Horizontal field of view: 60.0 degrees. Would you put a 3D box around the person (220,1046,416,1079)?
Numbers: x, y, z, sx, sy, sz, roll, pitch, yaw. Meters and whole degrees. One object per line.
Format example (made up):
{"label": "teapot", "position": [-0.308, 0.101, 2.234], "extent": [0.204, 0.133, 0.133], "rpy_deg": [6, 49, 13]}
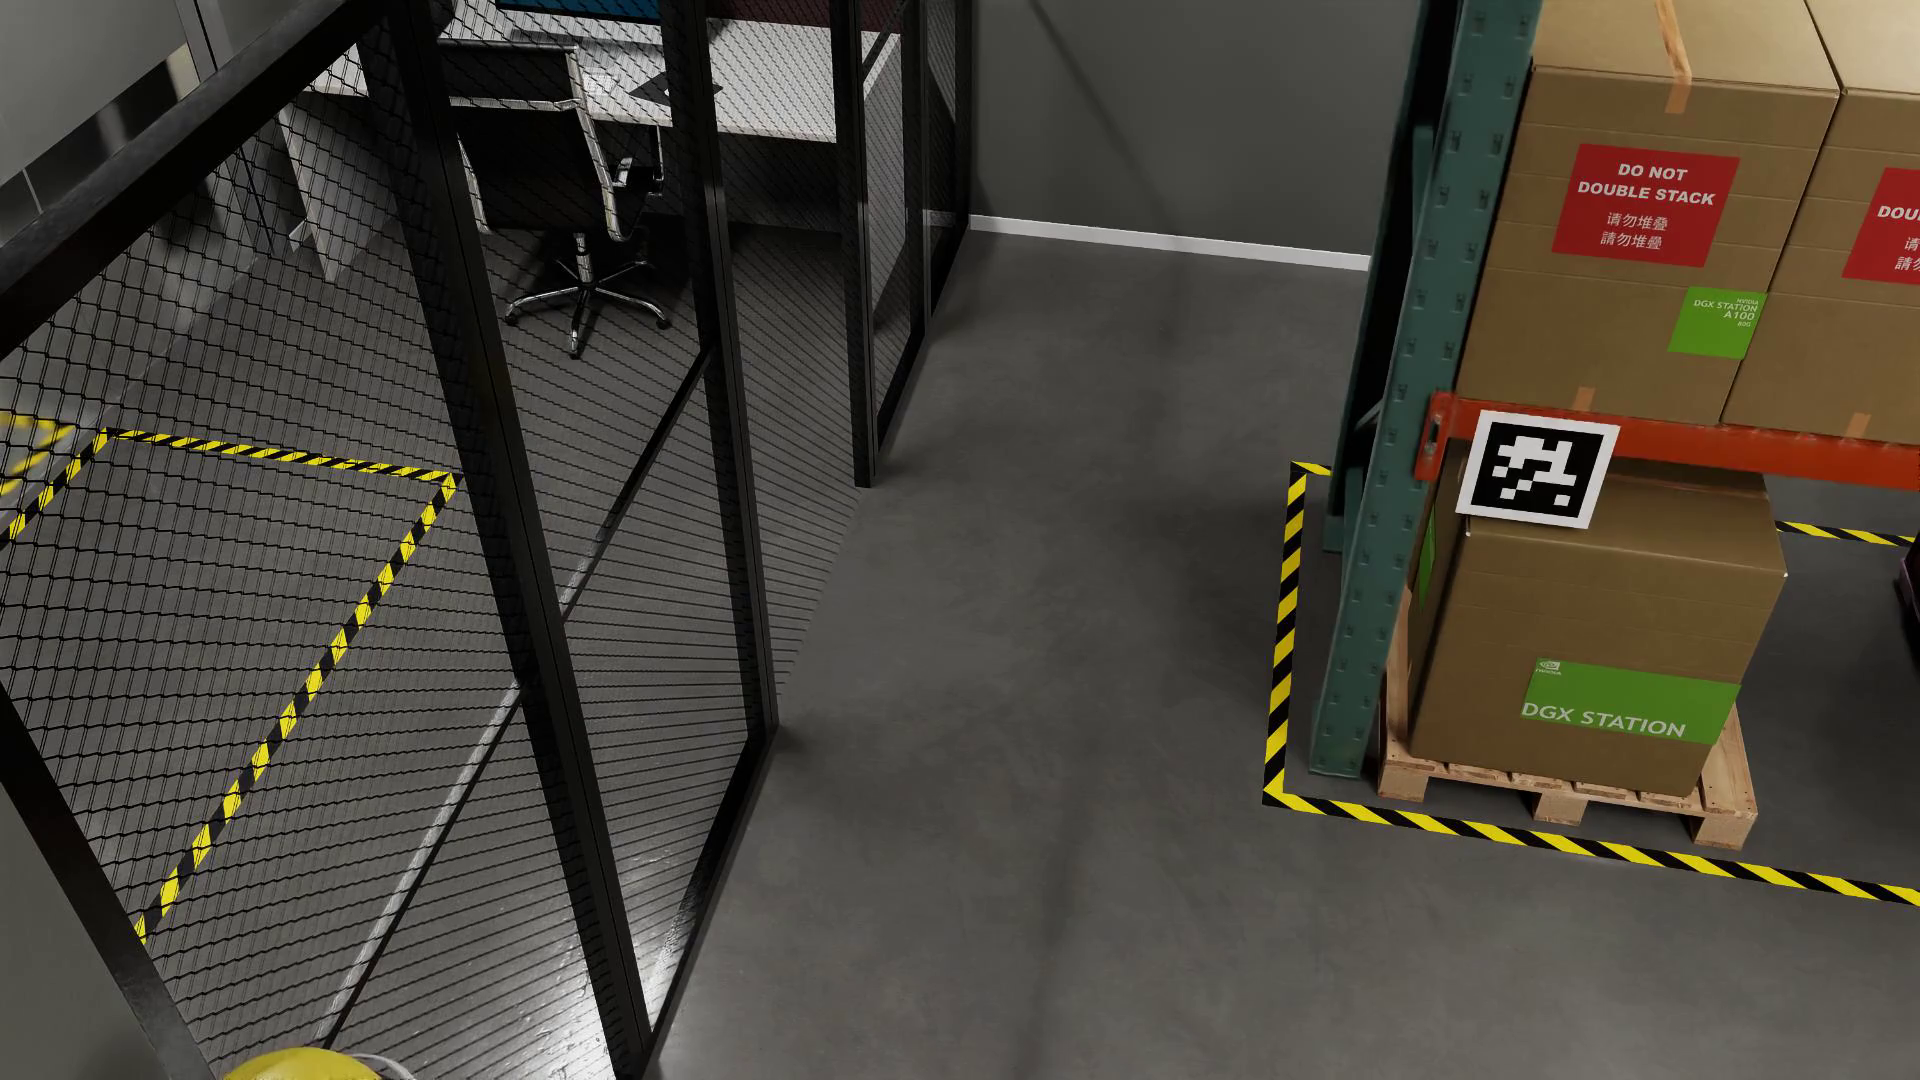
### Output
{"label": "person", "position": [-0.671, 1.223, 2.169], "extent": [0.588, 1.834, 0.403], "rpy_deg": [13, 43, 14]}
